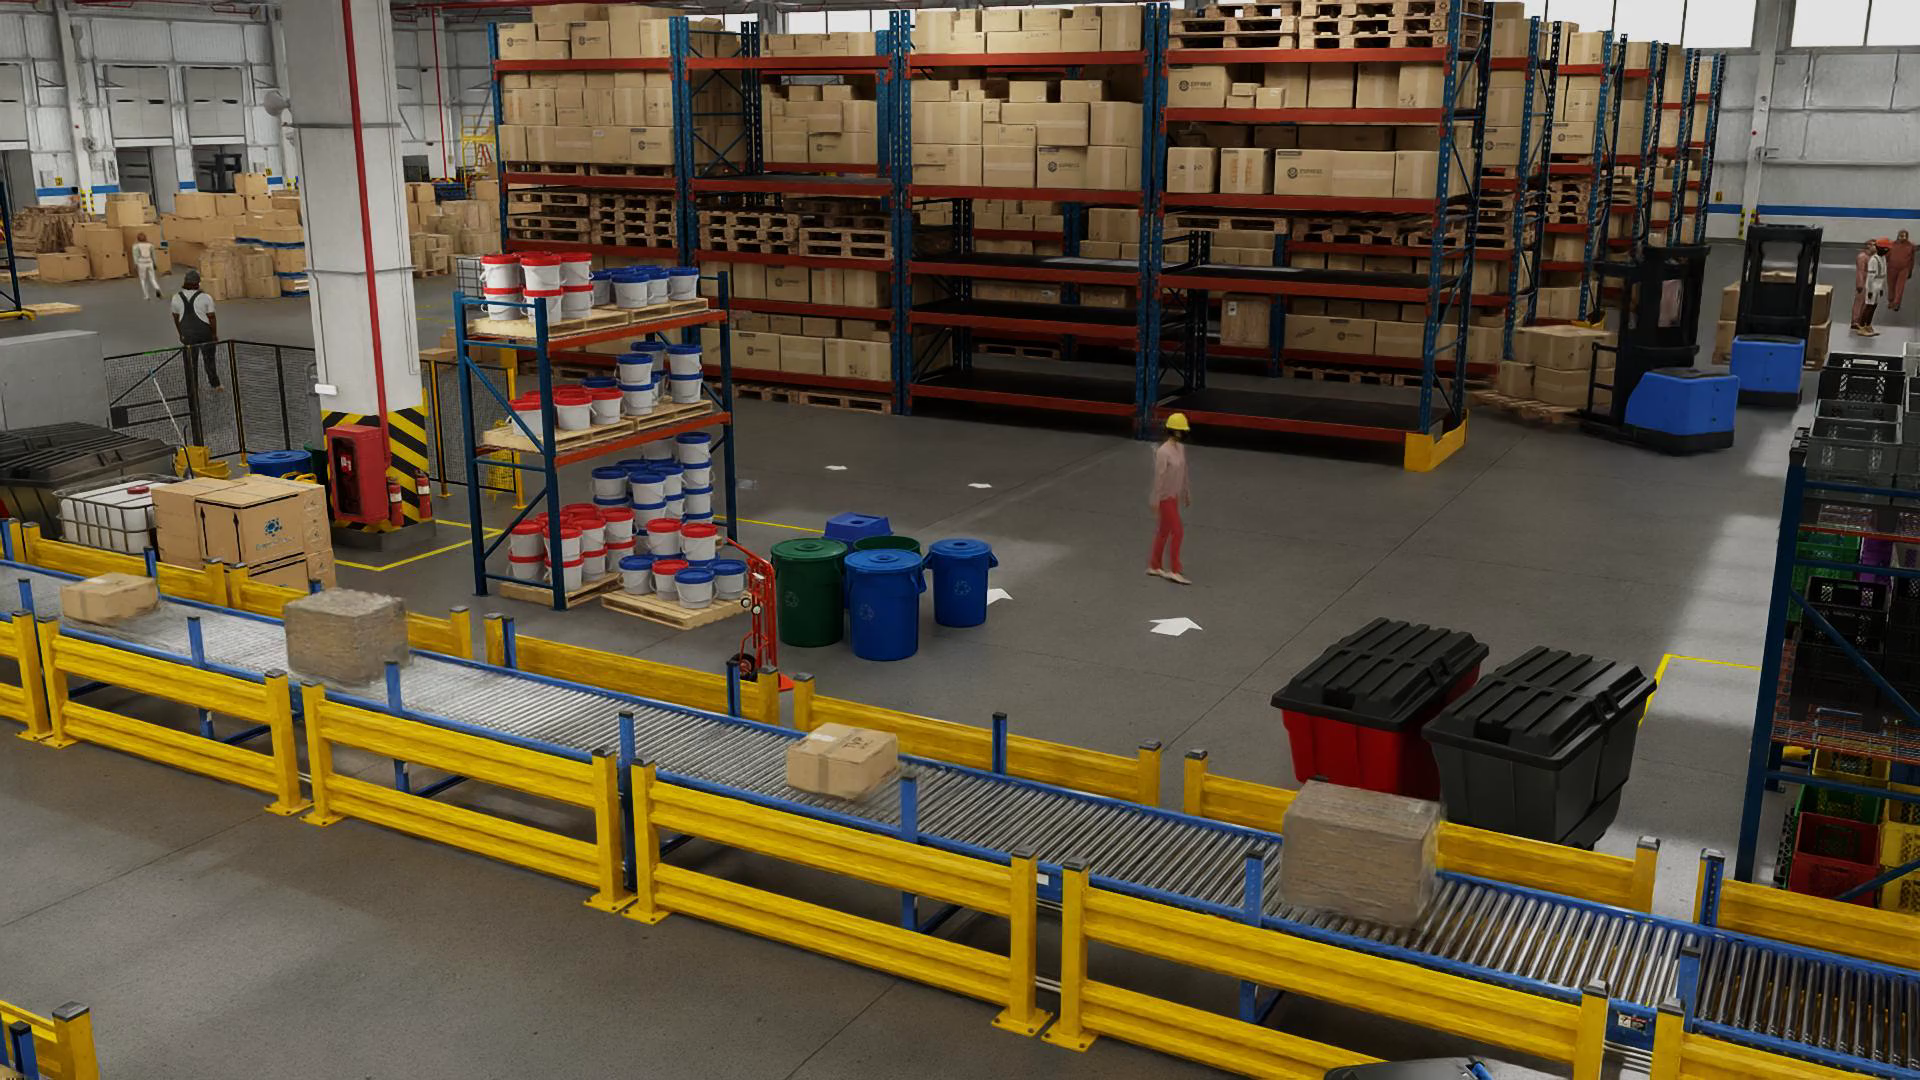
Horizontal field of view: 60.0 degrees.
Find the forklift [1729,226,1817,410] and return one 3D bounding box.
[{"bbox_3d":[13.061,-3.618,26.700,1.129,2.768,1.873,8,17,27],"label":"forklift"}]

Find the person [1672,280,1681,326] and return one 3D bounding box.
[{"bbox_3d":[13.827,-4.407,31.934,0.318,1.695,0.539,-1,15,-2],"label":"person"}]

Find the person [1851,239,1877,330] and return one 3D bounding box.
[{"bbox_3d":[19.313,-5.450,35.446,0.641,1.913,0.408,-13,19,-39],"label":"person"}]

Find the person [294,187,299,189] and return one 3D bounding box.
[{"bbox_3d":[-22.042,-10.817,55.573,0.631,1.940,0.386,13,20,41],"label":"person"}]

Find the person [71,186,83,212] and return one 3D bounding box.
[{"bbox_3d":[-32.186,-12.049,60.682,0.549,1.681,0.385,11,18,35],"label":"person"}]

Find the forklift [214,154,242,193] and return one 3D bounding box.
[{"bbox_3d":[-26.728,-12.764,61.082,1.873,2.768,1.129,8,17,28],"label":"forklift"}]

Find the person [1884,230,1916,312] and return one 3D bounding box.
[{"bbox_3d":[21.731,-6.246,38.559,0.655,1.853,1.021,8,17,28],"label":"person"}]

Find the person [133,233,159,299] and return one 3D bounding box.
[{"bbox_3d":[-19.897,-6.688,40.651,0.418,1.628,0.527,13,20,41],"label":"person"}]

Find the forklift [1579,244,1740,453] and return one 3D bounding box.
[{"bbox_3d":[9.980,-2.758,23.469,1.129,2.768,1.873,-6,16,-22],"label":"forklift"}]

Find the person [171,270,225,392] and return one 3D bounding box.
[{"bbox_3d":[-12.741,-3.488,27.821,0.683,2.000,0.536,0,15,0],"label":"person"}]

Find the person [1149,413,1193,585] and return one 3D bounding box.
[{"bbox_3d":[2.209,-0.418,16.859,0.697,1.739,0.539,9,17,29],"label":"person"}]

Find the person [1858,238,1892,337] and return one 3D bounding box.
[{"bbox_3d":[18.910,-5.210,34.322,0.404,2.036,0.602,14,21,43],"label":"person"}]

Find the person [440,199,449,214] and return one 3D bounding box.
[{"bbox_3d":[-16.736,-10.305,54.264,0.520,1.609,0.768,11,18,36],"label":"person"}]

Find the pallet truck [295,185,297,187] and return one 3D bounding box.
[{"bbox_3d":[-26.804,-14.617,69.738,1.885,1.965,0.823,-14,20,-42],"label":"pallet truck"}]

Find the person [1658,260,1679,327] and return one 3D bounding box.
[{"bbox_3d":[13.178,-4.288,31.107,0.398,1.900,0.647,-5,16,-19],"label":"person"}]
